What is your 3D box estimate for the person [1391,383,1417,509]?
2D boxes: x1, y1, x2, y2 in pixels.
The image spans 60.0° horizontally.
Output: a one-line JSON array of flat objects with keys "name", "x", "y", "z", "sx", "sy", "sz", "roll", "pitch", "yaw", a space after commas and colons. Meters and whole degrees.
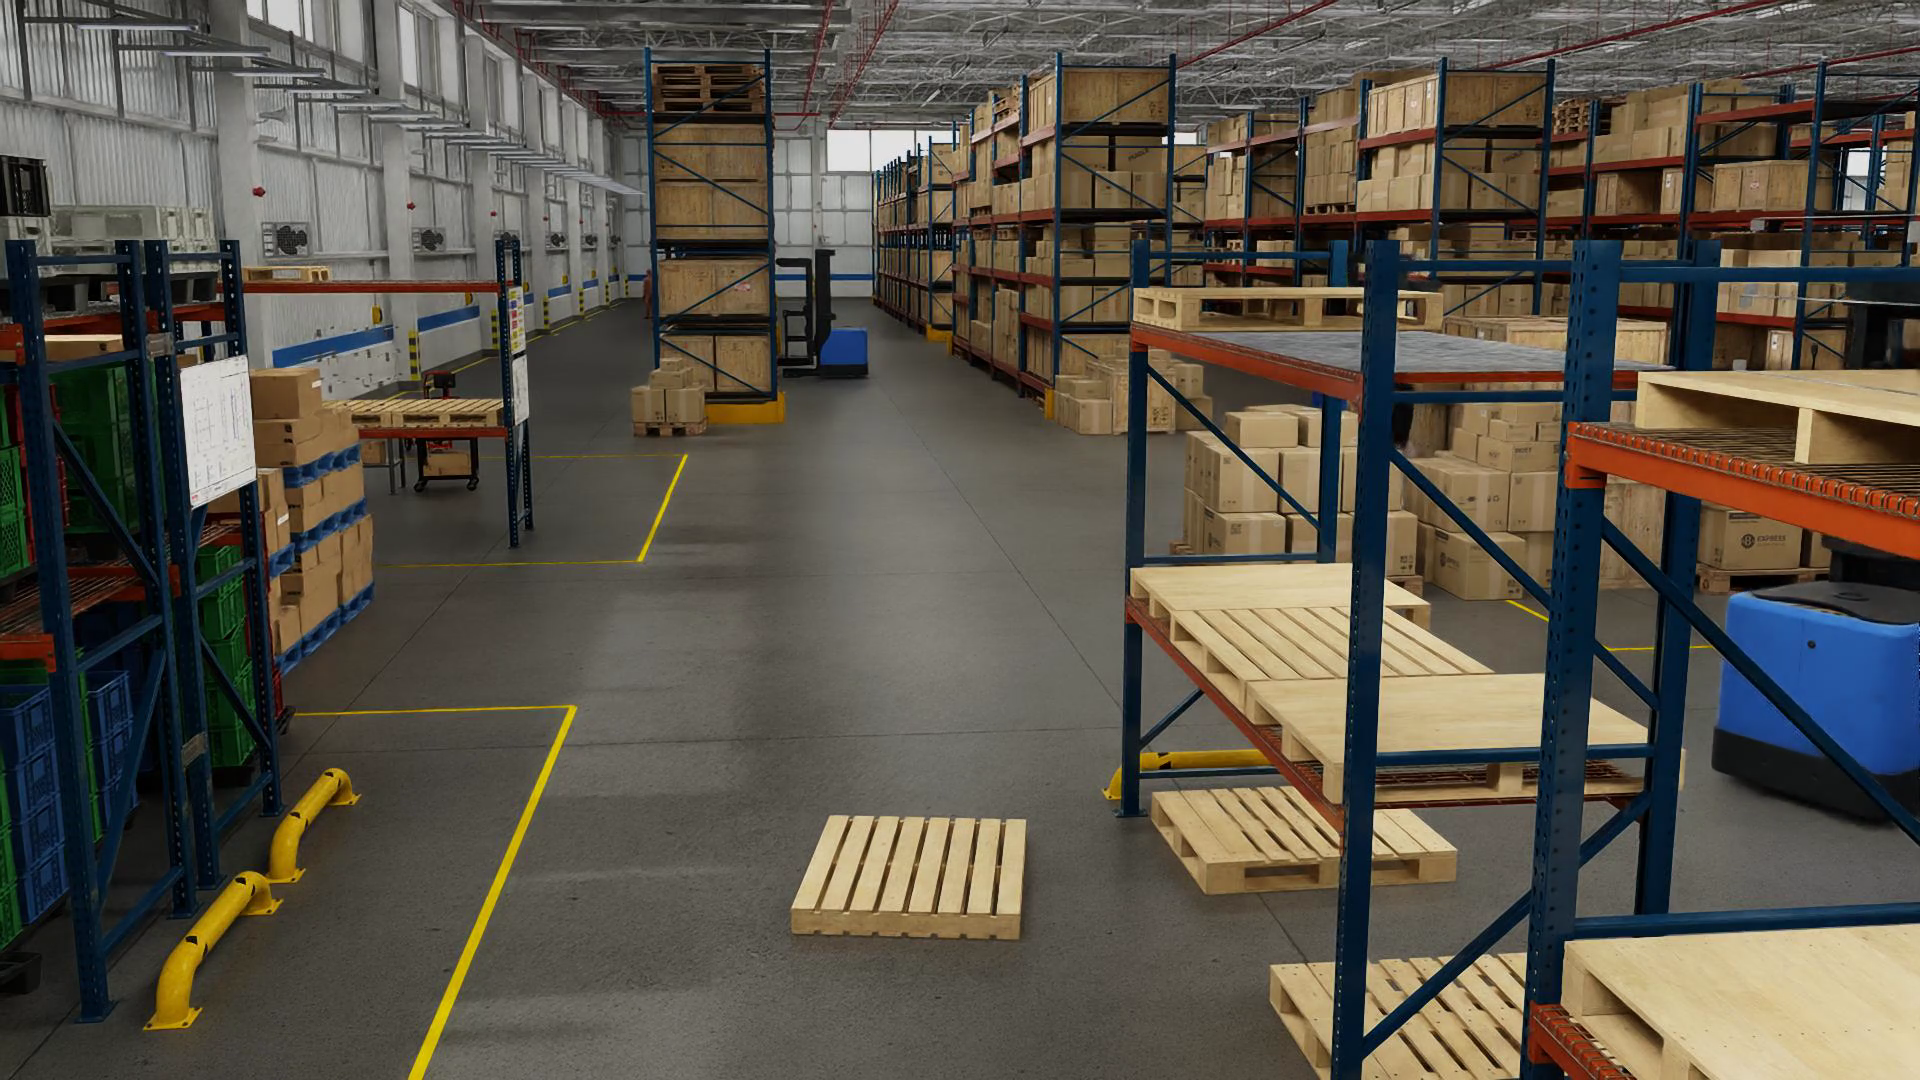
[{"name": "person", "x": 4.597, "y": -1.062, "z": 17.322, "sx": 0.670, "sy": 1.969, "sz": 0.633, "roll": -4, "pitch": 11, "yaw": -19}]

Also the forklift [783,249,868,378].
[{"name": "forklift", "x": -2.996, "y": -5.013, "z": 36.709, "sx": 1.873, "sy": 2.768, "sz": 1.129, "roll": -1, "pitch": 10, "yaw": -6}]

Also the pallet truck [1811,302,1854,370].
[{"name": "pallet truck", "x": 15.846, "y": -3.142, "z": 28.793, "sx": 1.885, "sy": 1.965, "sz": 0.823, "roll": 2, "pitch": 10, "yaw": 12}]

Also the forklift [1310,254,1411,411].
[{"name": "forklift", "x": 6.143, "y": -2.853, "z": 24.744, "sx": 1.129, "sy": 2.768, "sz": 1.873, "roll": 10, "pitch": 14, "yaw": 43}]

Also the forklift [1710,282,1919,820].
[{"name": "forklift", "x": 5.266, "y": -0.038, "z": 9.144, "sx": 1.873, "sy": 2.768, "sz": 1.129, "roll": -6, "pitch": 12, "yaw": -28}]

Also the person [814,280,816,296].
[{"name": "person", "x": -5.870, "y": -10.366, "z": 69.631, "sx": 0.508, "sy": 1.689, "sz": 0.889, "roll": 0, "pitch": 10, "yaw": 1}]

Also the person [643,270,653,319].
[{"name": "person", "x": -12.029, "y": -9.525, "z": 64.461, "sx": 0.401, "sy": 1.893, "sz": 0.654, "roll": 8, "pitch": 13, "yaw": 38}]
